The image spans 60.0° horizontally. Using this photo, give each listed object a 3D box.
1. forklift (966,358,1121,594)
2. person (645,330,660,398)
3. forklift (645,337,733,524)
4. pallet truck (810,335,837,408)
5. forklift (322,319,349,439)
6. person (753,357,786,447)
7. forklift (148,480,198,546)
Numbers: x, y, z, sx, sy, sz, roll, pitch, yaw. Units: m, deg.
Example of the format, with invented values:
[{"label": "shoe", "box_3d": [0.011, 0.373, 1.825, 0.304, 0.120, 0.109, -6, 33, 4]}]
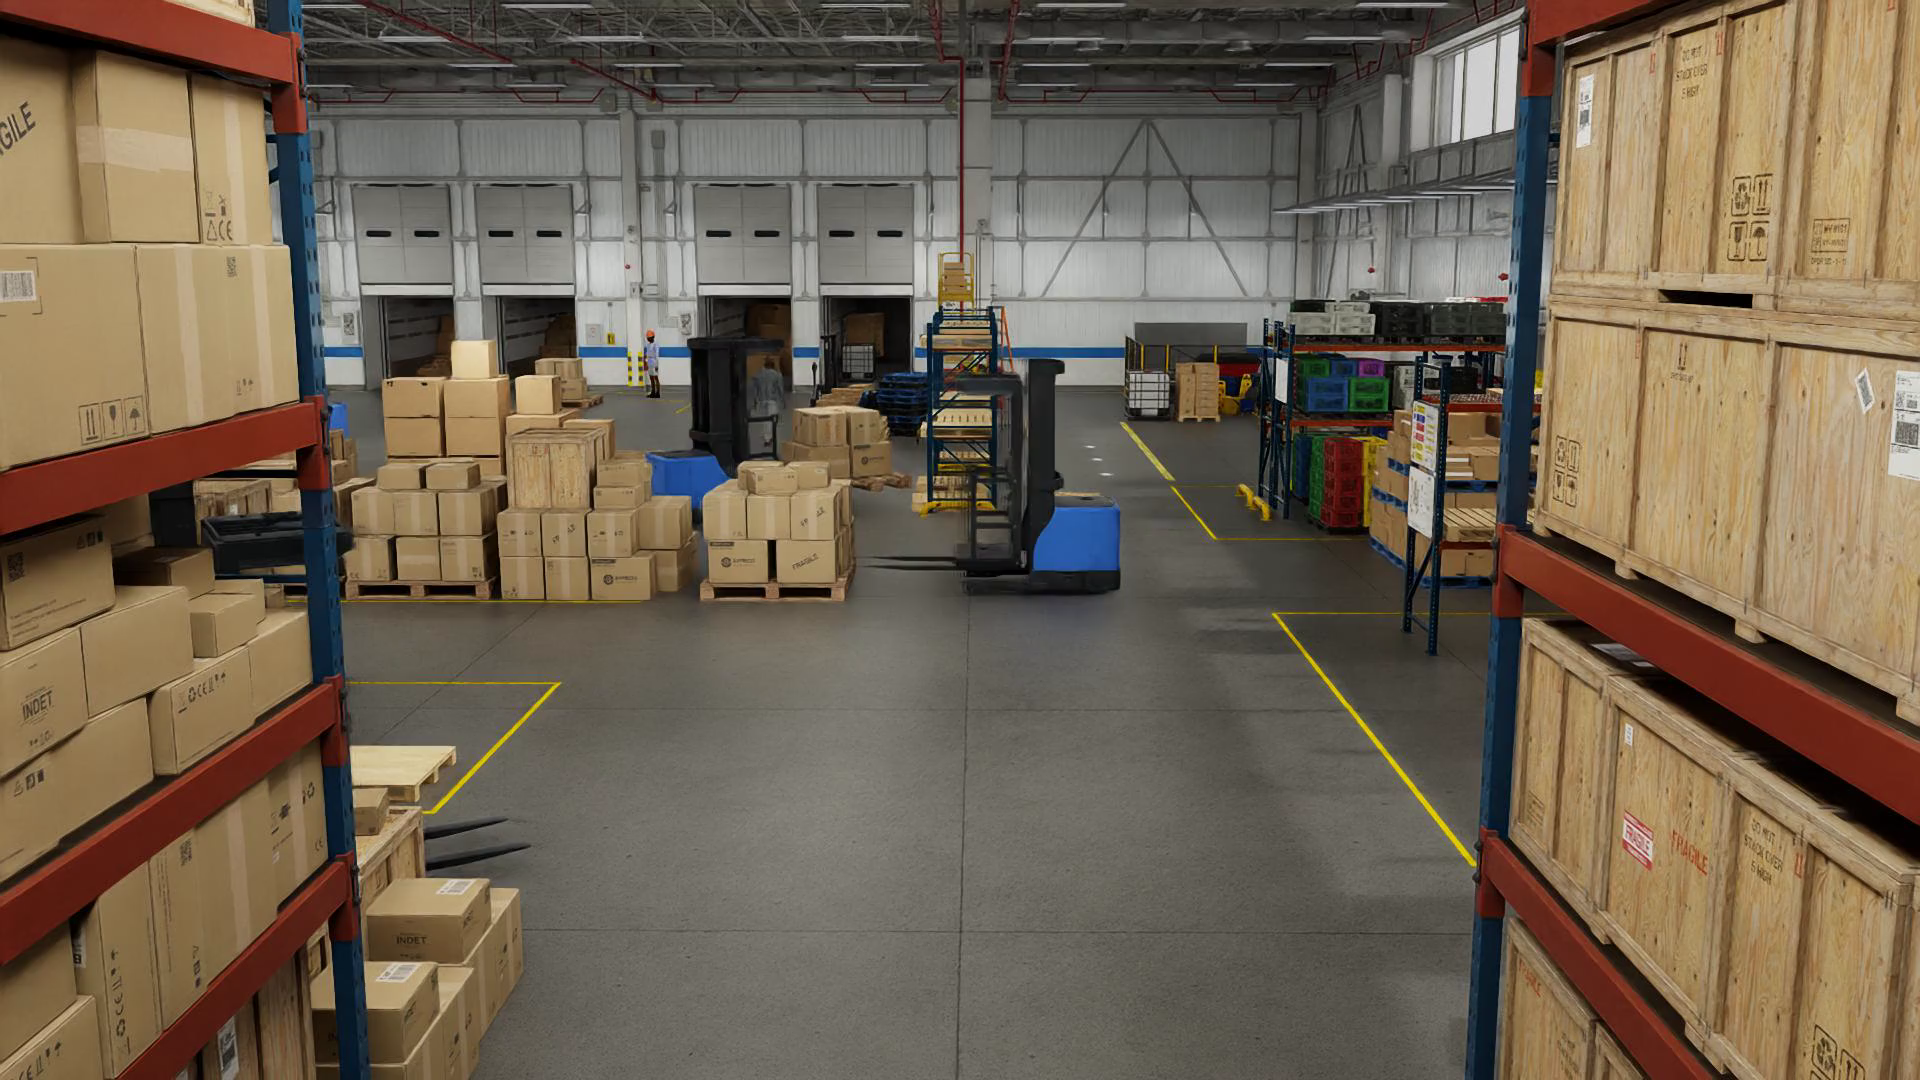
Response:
[{"label": "forklift", "box_3d": [1.012, -0.806, 20.353, 1.873, 2.768, 1.129, 0, 10, 1]}, {"label": "person", "box_3d": [-8.754, -4.995, 47.269, 0.388, 1.930, 0.544, -8, 13, -40]}, {"label": "forklift", "box_3d": [-3.817, -1.683, 25.412, 1.873, 2.768, 1.129, -6, 12, -31]}, {"label": "pallet truck", "box_3d": [-3.021, -4.312, 43.126, 1.885, 1.965, 0.823, 3, 10, 17]}, {"label": "forklift", "box_3d": [-13.003, -2.989, 32.947, 1.129, 2.768, 1.873, 0, 10, 1]}, {"label": "person", "box_3d": [-4.037, -2.969, 35.660, 0.663, 1.894, 0.966, 3, 10, 16]}, {"label": "forklift", "box_3d": [-4.898, 0.928, 10.347, 1.873, 2.768, 1.129, -5, 11, -29]}]
